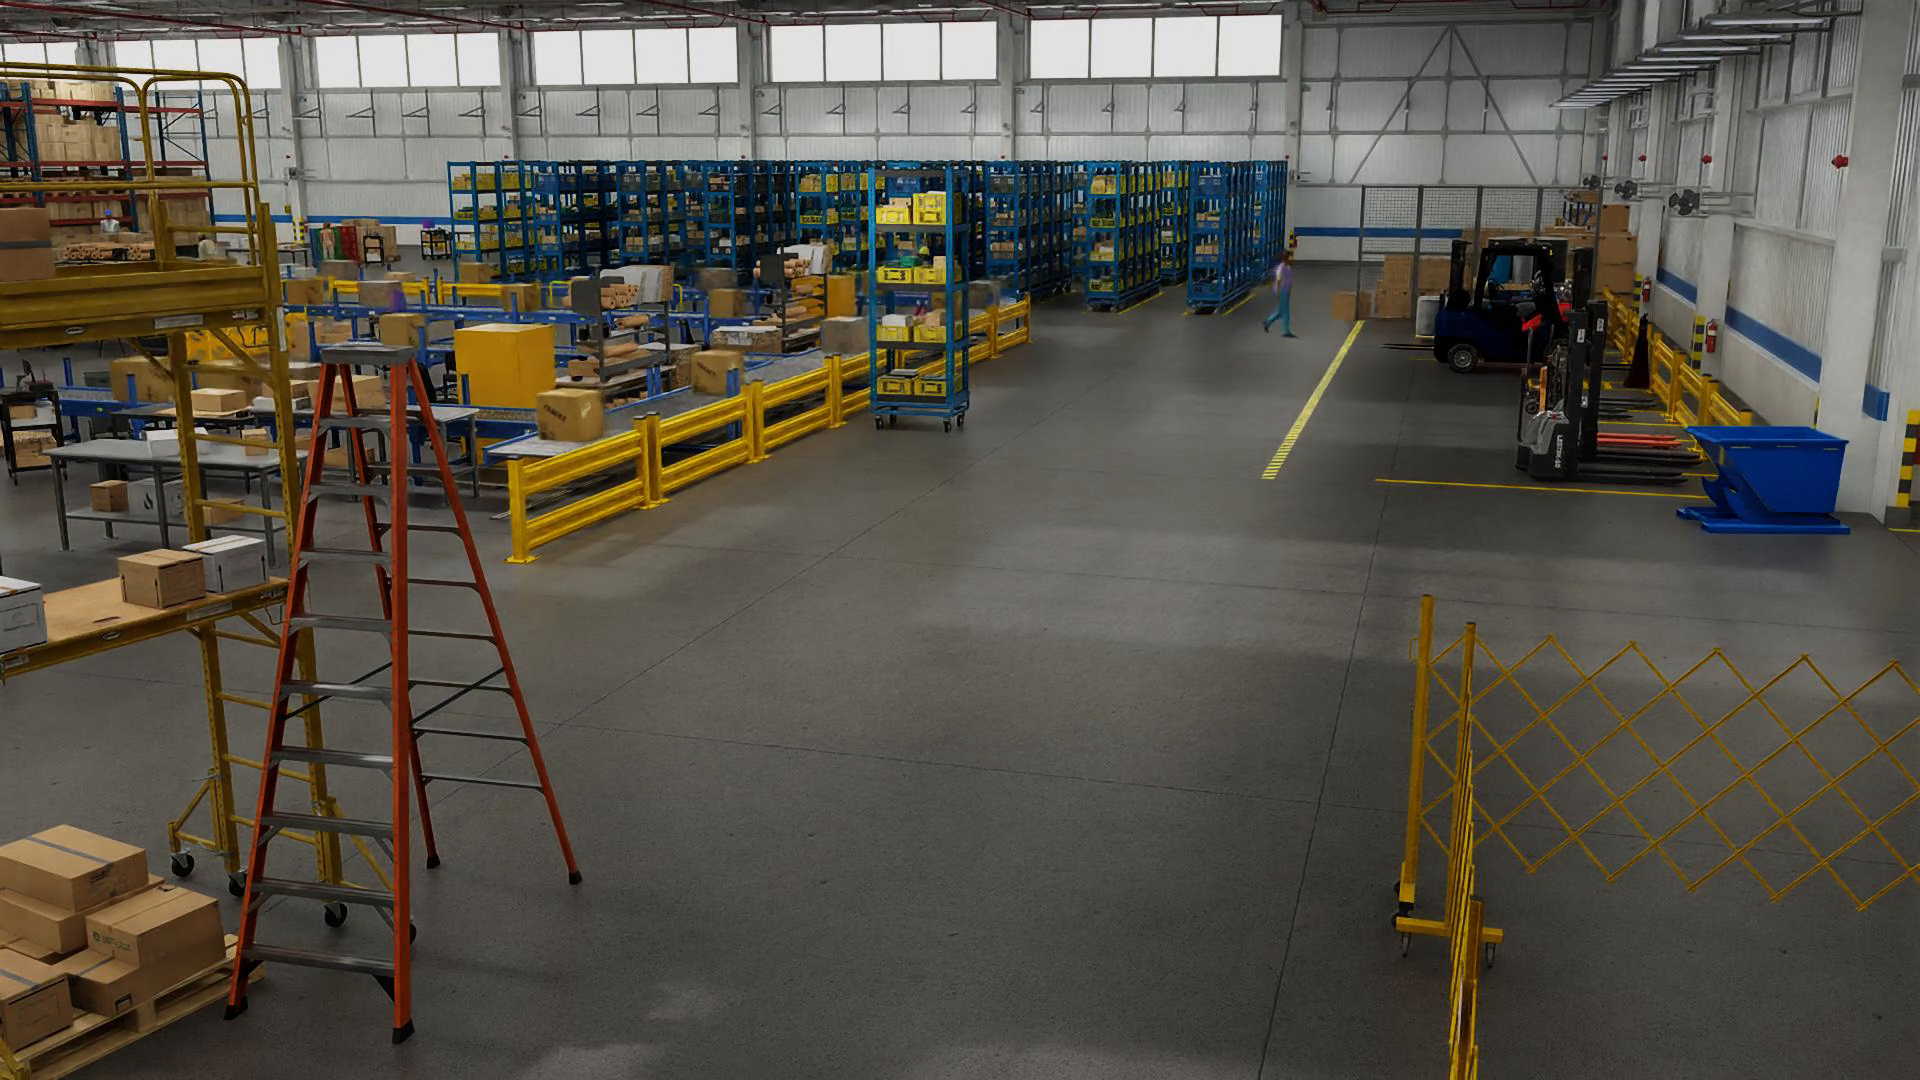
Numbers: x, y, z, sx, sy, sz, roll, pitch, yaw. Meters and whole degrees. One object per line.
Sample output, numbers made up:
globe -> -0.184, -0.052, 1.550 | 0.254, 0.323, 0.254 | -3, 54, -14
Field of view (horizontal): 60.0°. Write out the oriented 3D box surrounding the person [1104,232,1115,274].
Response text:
person -> 4.372, -8.023, 46.889 | 0.671, 1.975, 0.646 | 8, 15, 31

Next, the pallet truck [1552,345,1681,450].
pallet truck -> 8.641, -1.896, 21.908 | 1.630, 1.274, 0.653 | 4, 14, 16

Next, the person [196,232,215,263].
person -> -20.379, -7.489, 44.958 | 0.436, 1.809, 0.585 | 3, 13, 14

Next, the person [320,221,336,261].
person -> -20.693, -9.608, 54.487 | 0.514, 1.639, 0.309 | 3, 13, 14

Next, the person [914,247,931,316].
person -> -0.775, -5.724, 37.486 | 0.746, 1.728, 0.547 | 7, 15, 29

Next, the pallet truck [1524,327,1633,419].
pallet truck -> 9.065, -2.460, 24.370 | 1.522, 1.261, 0.704 | 3, 13, 14

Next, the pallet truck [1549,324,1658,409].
pallet truck -> 9.824, -2.669, 25.407 | 1.601, 1.201, 0.680 | 4, 14, 16

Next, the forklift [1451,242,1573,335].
forklift -> 10.464, -4.597, 31.405 | 2.680, 1.987, 1.157 | 4, 14, 16

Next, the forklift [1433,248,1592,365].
forklift -> 9.780, -4.111, 29.280 | 2.680, 1.987, 1.157 | 3, 13, 14

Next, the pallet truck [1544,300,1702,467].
pallet truck -> 8.263, -1.952, 20.631 | 1.885, 1.965, 0.823 | 5, 14, 20

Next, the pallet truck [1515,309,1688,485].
pallet truck -> 7.554, -1.677, 19.446 | 1.885, 1.965, 0.823 | 3, 13, 14

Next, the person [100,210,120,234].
person -> -28.846, -10.232, 56.504 | 0.603, 1.949, 0.384 | -5, 14, -22

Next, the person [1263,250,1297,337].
person -> 6.756, -5.177, 34.954 | 0.722, 1.823, 0.573 | 7, 15, 26

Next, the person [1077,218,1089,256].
person -> 4.162, -10.074, 56.307 | 0.720, 1.728, 0.562 | 5, 14, 21

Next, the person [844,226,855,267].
person -> -3.346, -8.710, 49.725 | 0.374, 2.044, 0.605 | 3, 13, 13
